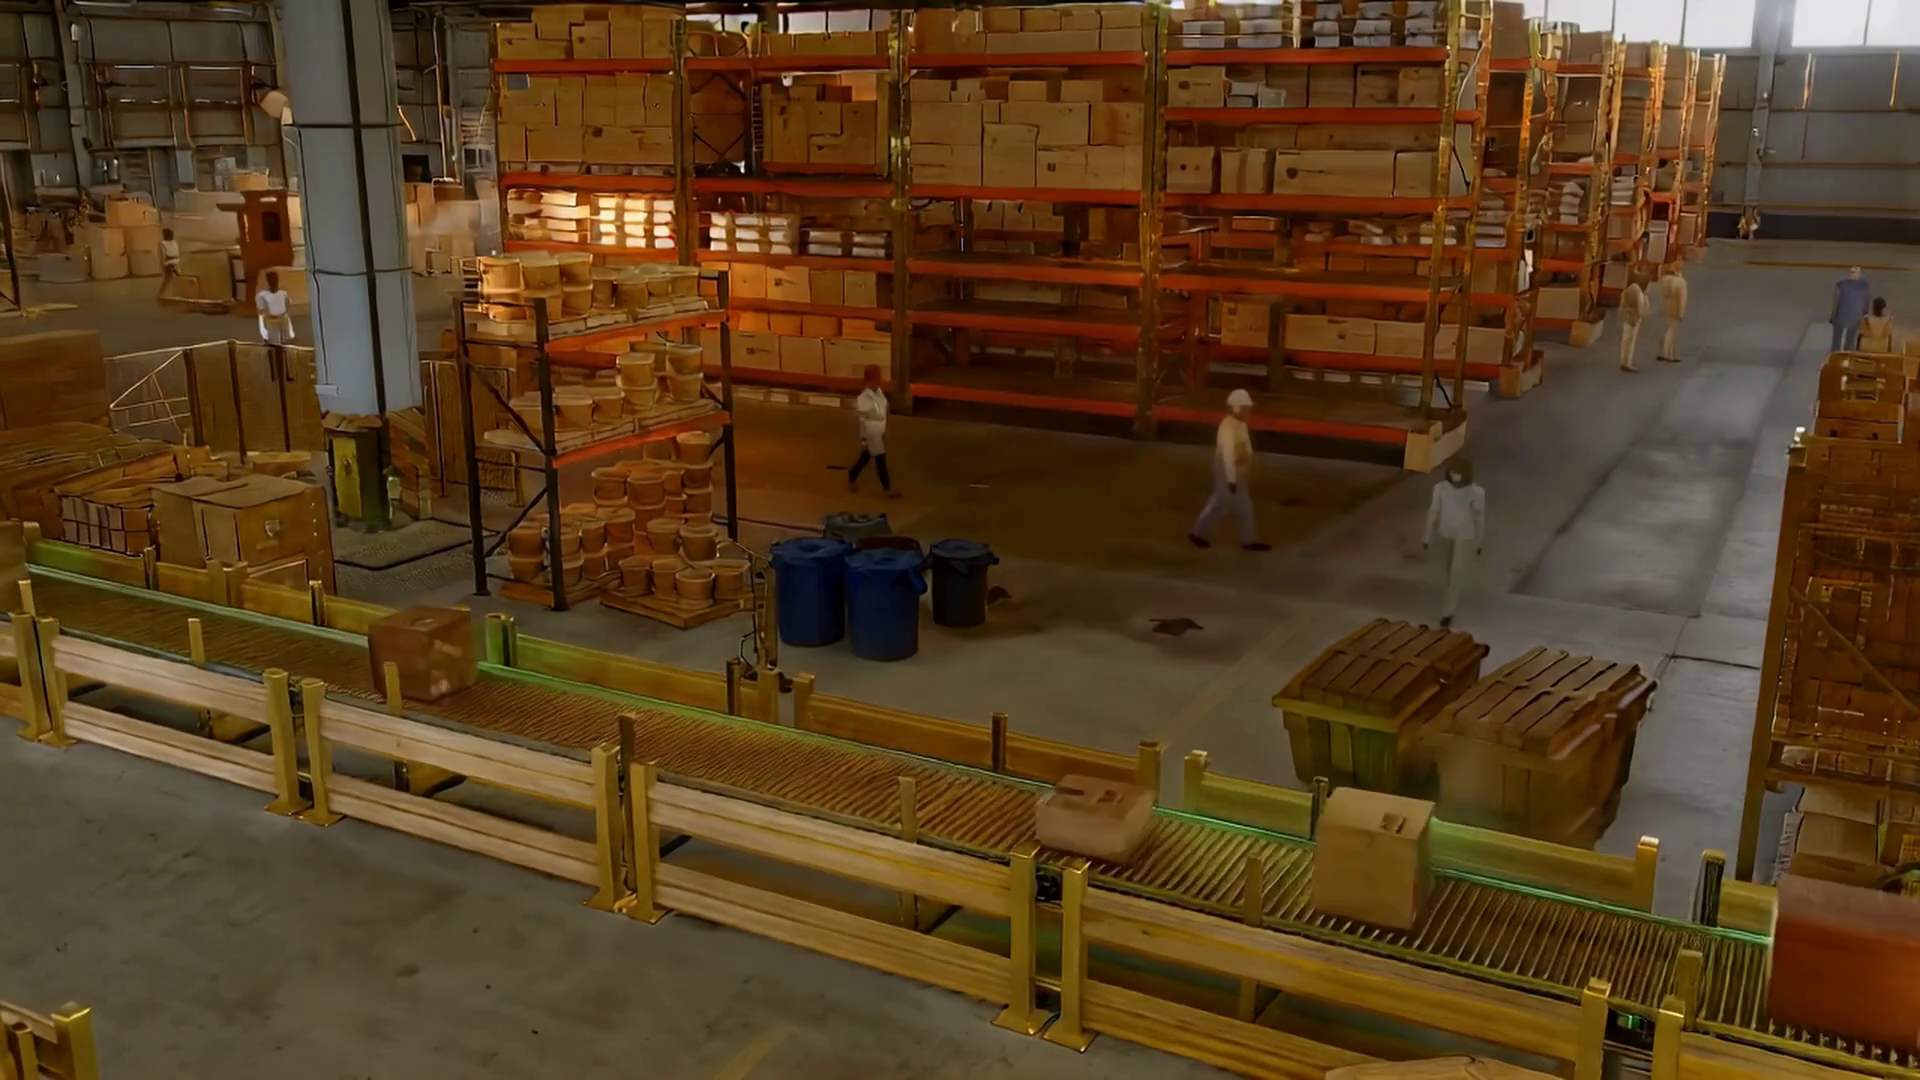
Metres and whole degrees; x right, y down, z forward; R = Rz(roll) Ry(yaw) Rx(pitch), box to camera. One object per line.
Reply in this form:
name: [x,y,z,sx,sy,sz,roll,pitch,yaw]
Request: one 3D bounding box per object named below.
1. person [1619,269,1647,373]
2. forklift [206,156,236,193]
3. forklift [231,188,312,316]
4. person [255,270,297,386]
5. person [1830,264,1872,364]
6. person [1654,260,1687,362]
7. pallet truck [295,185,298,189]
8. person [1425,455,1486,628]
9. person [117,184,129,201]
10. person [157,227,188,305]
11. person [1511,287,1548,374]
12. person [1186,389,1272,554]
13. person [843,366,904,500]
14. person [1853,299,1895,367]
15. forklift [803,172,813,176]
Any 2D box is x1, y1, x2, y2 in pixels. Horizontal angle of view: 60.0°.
person: [12.118,-3.944,29.932,0.430,1.837,0.619,5,16,17]
forklift: [-25.681,-11.975,58.117,1.873,2.768,1.129,8,17,28]
forklift: [-15.496,-6.503,37.546,1.873,2.768,1.129,8,17,28]
person: [-11.746,-3.652,28.579,0.362,1.966,0.611,13,20,40]
person: [16.371,-4.141,30.620,0.660,1.867,0.950,8,17,26]
person: [13.314,-4.273,31.050,0.400,1.902,0.641,-5,16,-19]
pallet truck: [-26.804,-14.617,69.738,1.885,1.965,0.823,-14,20,-42]
person: [4.677,-0.034,15.681,0.513,1.600,0.818,9,18,32]
person: [-28.841,-11.335,57.521,0.363,1.935,0.551,2,15,6]
person: [-18.772,-6.498,39.488,0.742,1.866,0.582,7,17,25]
person: [10.223,-3.816,29.925,0.851,1.592,0.516,12,19,39]
person: [2.918,-0.747,17.985,0.919,1.794,0.599,7,16,24]
person: [-1.103,-1.333,20.456,0.852,1.655,0.536,5,16,19]
person: [14.905,-3.119,27.177,0.547,1.640,0.882,10,18,34]
forklift: [-5.638,-13.031,62.087,1.873,2.768,1.129,-3,15,-11]
